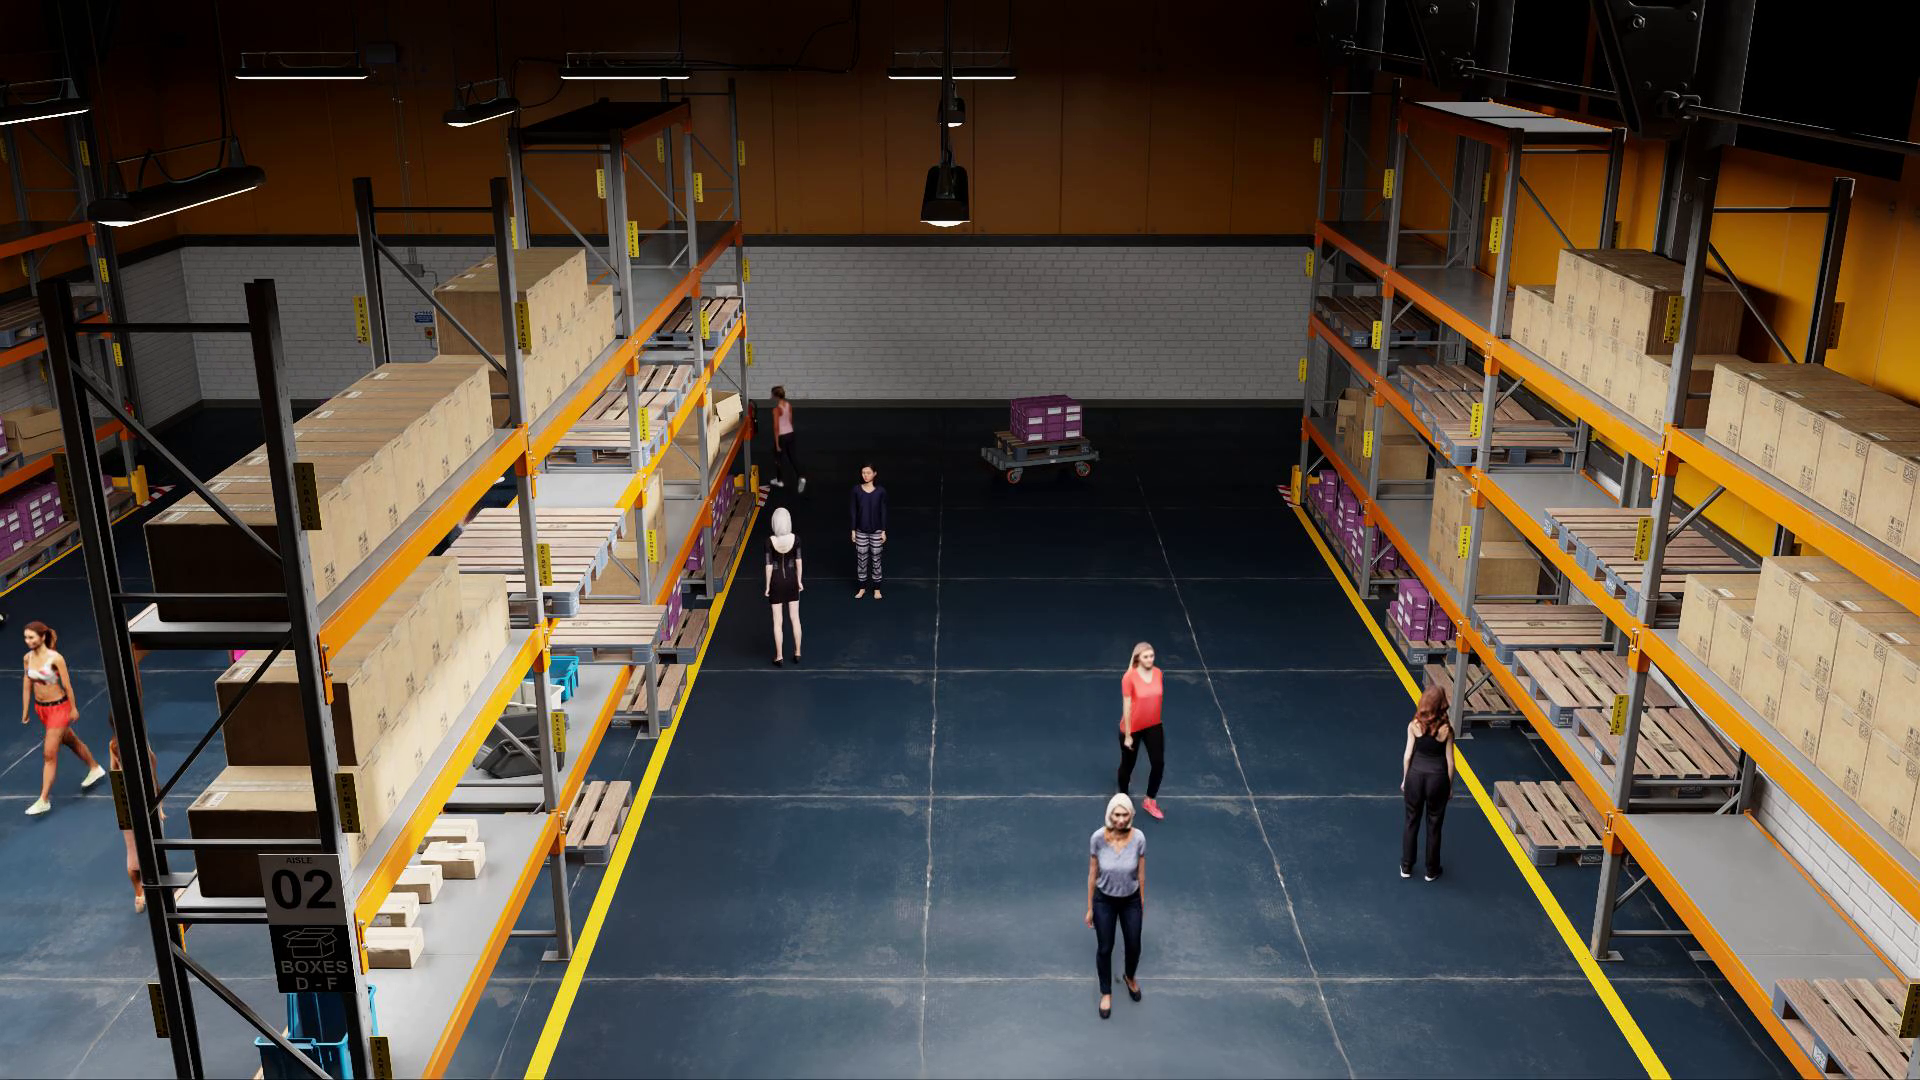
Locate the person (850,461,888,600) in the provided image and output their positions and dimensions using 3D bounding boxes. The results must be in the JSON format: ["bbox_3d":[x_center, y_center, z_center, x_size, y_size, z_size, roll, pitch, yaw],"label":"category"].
[{"bbox_3d":[-1.115,-0.135,20.400,0.605,1.735,0.515,1,19,2],"label":"person"}]

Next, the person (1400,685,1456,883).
[{"bbox_3d":[3.915,2.029,13.951,0.653,1.748,0.648,8,20,22],"label":"person"}]

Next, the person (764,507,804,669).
[{"bbox_3d":[-1.945,0.510,18.333,0.655,1.830,0.629,-8,20,-22],"label":"person"}]

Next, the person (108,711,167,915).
[{"bbox_3d":[-6.623,2.172,13.398,0.649,1.831,0.643,8,20,22],"label":"person"}]

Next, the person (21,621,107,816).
[{"bbox_3d":[-8.287,1.568,15.332,0.810,1.741,1.213,5,19,15],"label":"person"}]

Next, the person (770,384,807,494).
[{"bbox_3d":[-2.536,-1.486,24.580,0.980,1.626,1.105,-14,23,-35],"label":"person"}]

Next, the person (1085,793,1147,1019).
[{"bbox_3d":[1.147,2.625,12.228,0.612,1.719,0.656,2,19,6],"label":"person"}]

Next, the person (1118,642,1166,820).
[{"bbox_3d":[1.578,1.693,15.068,0.743,1.673,0.817,-7,20,-21],"label":"person"}]
